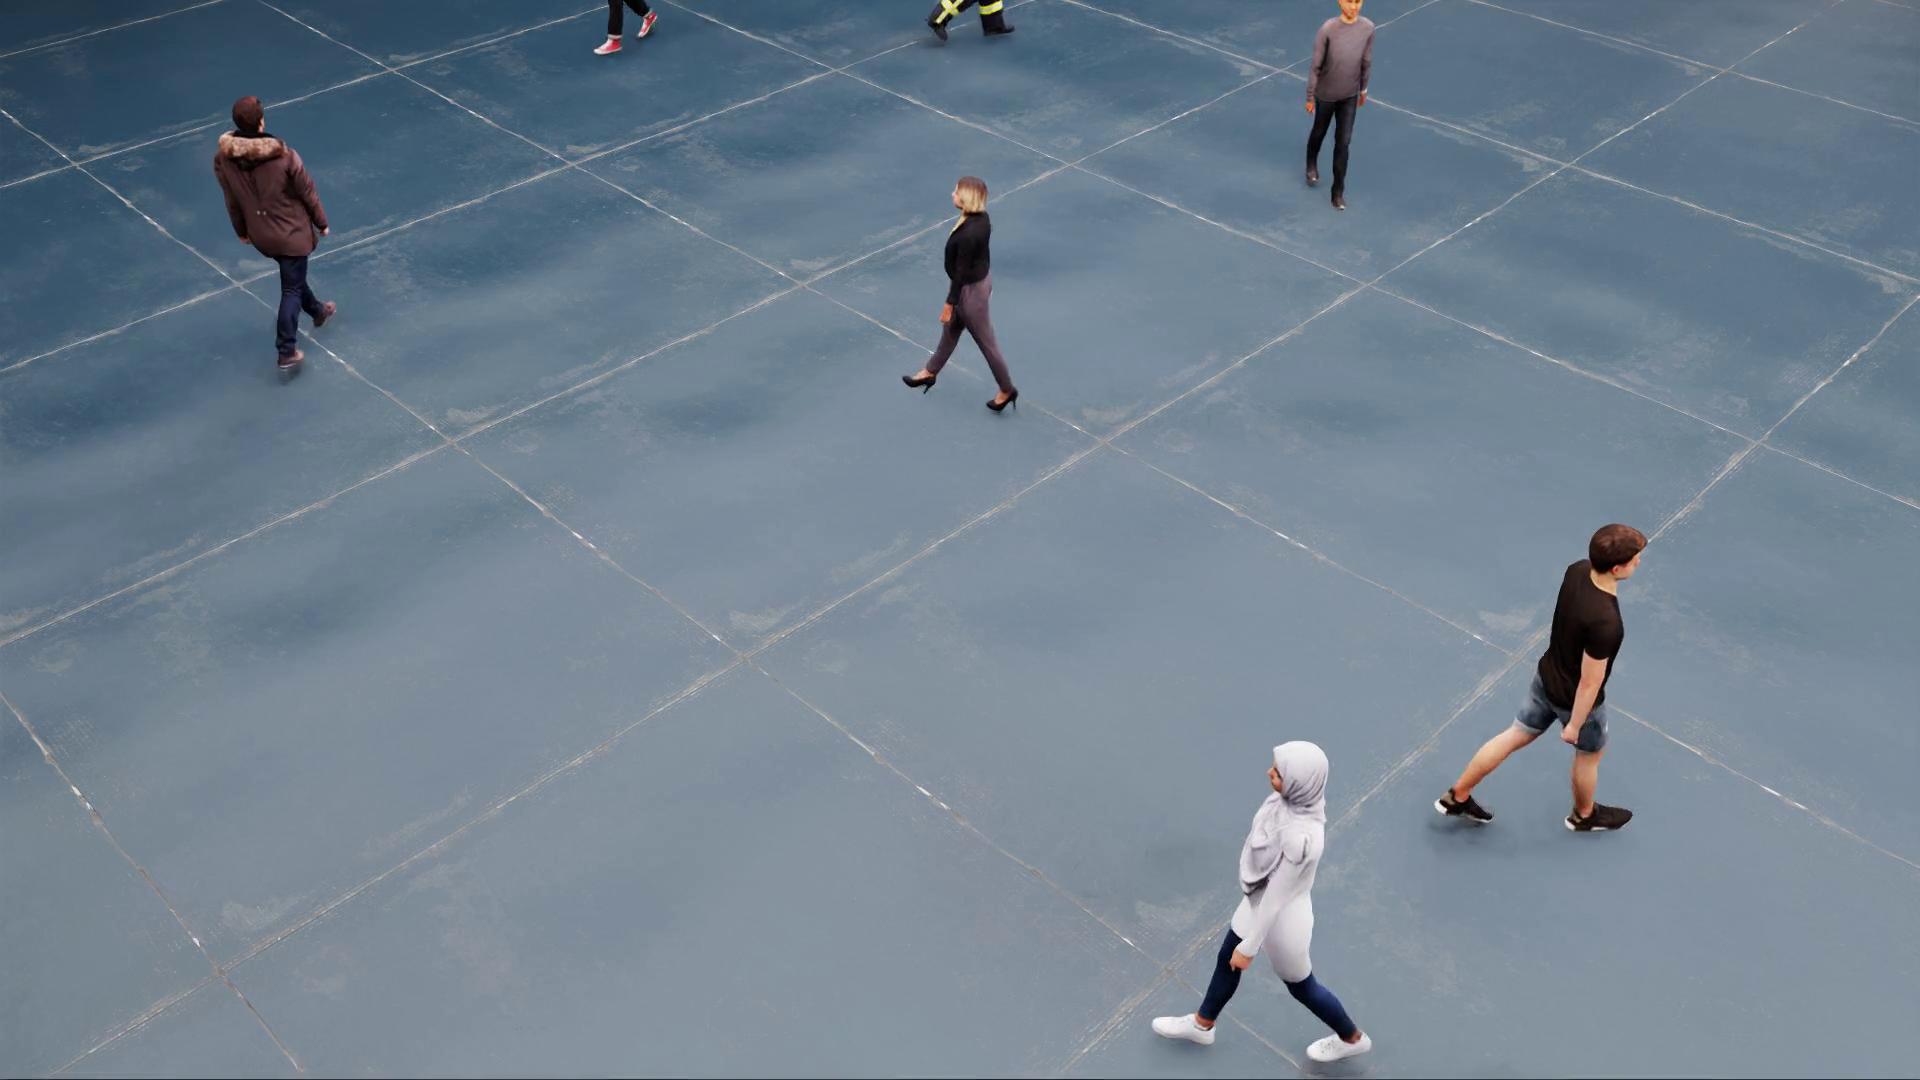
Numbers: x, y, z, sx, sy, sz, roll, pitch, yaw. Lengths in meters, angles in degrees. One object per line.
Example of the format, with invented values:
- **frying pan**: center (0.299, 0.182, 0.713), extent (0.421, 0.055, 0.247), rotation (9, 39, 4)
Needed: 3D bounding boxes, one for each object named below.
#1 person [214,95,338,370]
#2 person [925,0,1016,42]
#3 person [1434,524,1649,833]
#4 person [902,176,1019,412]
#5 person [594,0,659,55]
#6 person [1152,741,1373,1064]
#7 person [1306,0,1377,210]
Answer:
- **person**: center (-4.576, -2.009, 11.122), extent (1.196, 1.799, 1.332), rotation (4, 37, 6)
- **person**: center (0.077, -5.715, 15.869), extent (1.308, 1.954, 1.153), rotation (-8, 38, -10)
- **person**: center (2.676, 0.667, 7.590), extent (1.255, 1.814, 1.132), rotation (-4, 37, -5)
- **person**: center (0.171, -1.508, 10.601), extent (1.033, 1.633, 1.060), rotation (7, 38, 9)
- **person**: center (-3.226, -5.605, 15.893), extent (0.730, 1.749, 1.114), rotation (29, 46, 33)
- **person**: center (1.347, 1.508, 6.546), extent (1.149, 1.739, 1.140), rotation (3, 37, 4)
- **person**: center (2.981, -3.584, 13.258), extent (1.204, 1.723, 1.171), rotation (24, 43, 28)
